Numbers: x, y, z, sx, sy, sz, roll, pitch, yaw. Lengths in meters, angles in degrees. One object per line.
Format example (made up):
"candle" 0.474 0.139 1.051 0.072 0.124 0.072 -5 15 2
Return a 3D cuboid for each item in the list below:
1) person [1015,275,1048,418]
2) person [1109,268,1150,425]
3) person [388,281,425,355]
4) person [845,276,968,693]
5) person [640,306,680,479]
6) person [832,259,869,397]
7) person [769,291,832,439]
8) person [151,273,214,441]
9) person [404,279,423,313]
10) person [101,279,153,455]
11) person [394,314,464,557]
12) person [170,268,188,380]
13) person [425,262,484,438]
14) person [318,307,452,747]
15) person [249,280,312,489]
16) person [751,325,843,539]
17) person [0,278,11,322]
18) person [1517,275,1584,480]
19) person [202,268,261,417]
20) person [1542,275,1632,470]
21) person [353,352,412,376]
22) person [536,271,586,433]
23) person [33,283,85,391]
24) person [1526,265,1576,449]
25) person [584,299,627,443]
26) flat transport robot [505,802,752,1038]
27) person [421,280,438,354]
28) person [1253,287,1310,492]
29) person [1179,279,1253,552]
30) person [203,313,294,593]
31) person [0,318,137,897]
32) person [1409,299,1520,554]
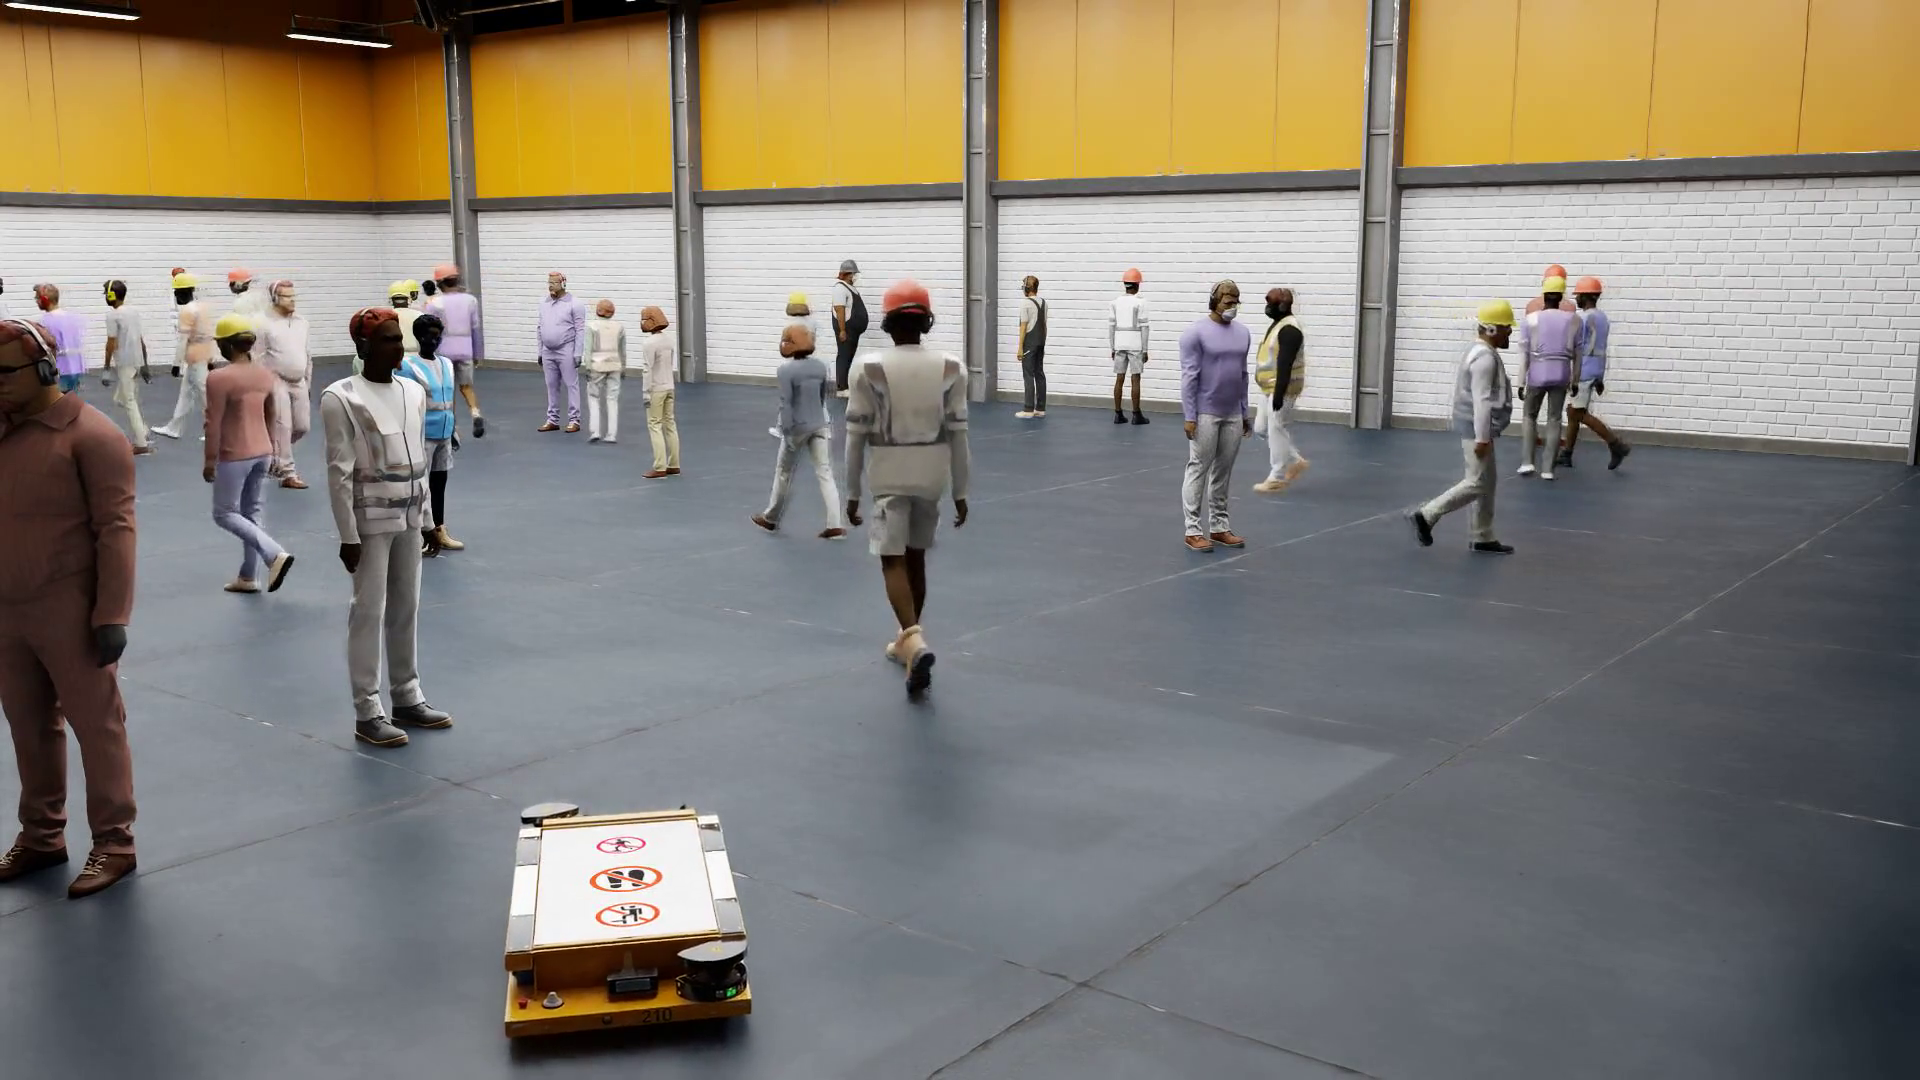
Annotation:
"person" 0.938 -2.490 21.498 0.332 1.842 0.505 8 13 40
"person" 2.115 -2.401 20.683 0.547 1.938 0.377 7 12 36
"person" -5.833 -1.795 17.469 0.600 1.827 0.403 -4 11 -24
"person" -0.240 -0.280 8.156 0.614 2.011 0.963 -3 10 -17
"person" -2.854 -1.390 15.716 0.284 1.627 0.511 4 10 21
"person" -1.630 -3.155 24.772 0.536 2.000 0.682 2 10 10
"person" -1.810 -1.976 18.933 0.489 1.691 0.943 -9 14 -44
"person" -8.731 -2.037 18.695 0.926 1.885 0.617 -2 10 -10
"person" -7.472 -2.662 22.701 0.533 1.768 0.310 5 11 29
"person" -8.778 -1.801 17.466 0.484 1.848 0.516 0 10 1
"person" -3.733 -0.739 11.706 0.322 1.697 0.531 5 11 25
"person" -13.032 -3.614 27.898 0.347 1.884 0.584 -8 13 -39
"person" -5.643 -2.088 18.616 0.625 2.022 0.641 -8 12 -38
"person" -2.486 -0.062 7.221 0.355 1.885 0.574 4 10 22
"person" -6.184 -1.412 15.087 0.646 1.891 0.657 5 11 26
"person" -1.197 -0.806 12.416 0.506 1.587 0.866 -9 14 -44
"person" -13.432 -2.800 23.363 0.640 1.810 0.827 8 13 40
"person" 5.531 -1.525 15.668 0.604 1.908 0.615 2 10 9
"person" -8.926 -2.414 20.771 1.041 1.940 0.617 1 10 3
"person" 6.183 -1.623 16.242 0.859 1.913 0.550 9 13 42
"person" -4.402 -0.898 12.813 0.498 1.633 0.278 -4 11 -23
"person" -4.764 -2.228 19.765 0.639 1.909 0.409 4 10 21
"person" -8.899 -1.626 16.487 0.459 1.826 0.593 1 10 7
"person" 6.440 -1.987 18.122 0.390 1.990 0.630 -8 12 -38
"person" -3.956 -1.892 18.655 0.536 1.604 0.487 -6 11 -31
"flat transport robot" -1.036 1.104 5.122 0.652 0.197 1.431 -2 10 -12
"person" -9.048 -3.687 28.952 0.386 1.662 0.668 4 10 20
"person" 2.849 -1.328 14.763 0.465 1.824 0.631 -1 10 -4
"person" 1.836 -0.888 11.885 0.627 1.935 0.371 -7 12 -34
"person" -4.365 -0.513 10.206 0.578 1.750 0.539 3 10 19
"person" -3.029 0.226 5.496 0.639 1.904 0.407 3 10 17
"person" 3.558 -0.782 11.655 0.667 1.807 0.597 2 10 12
